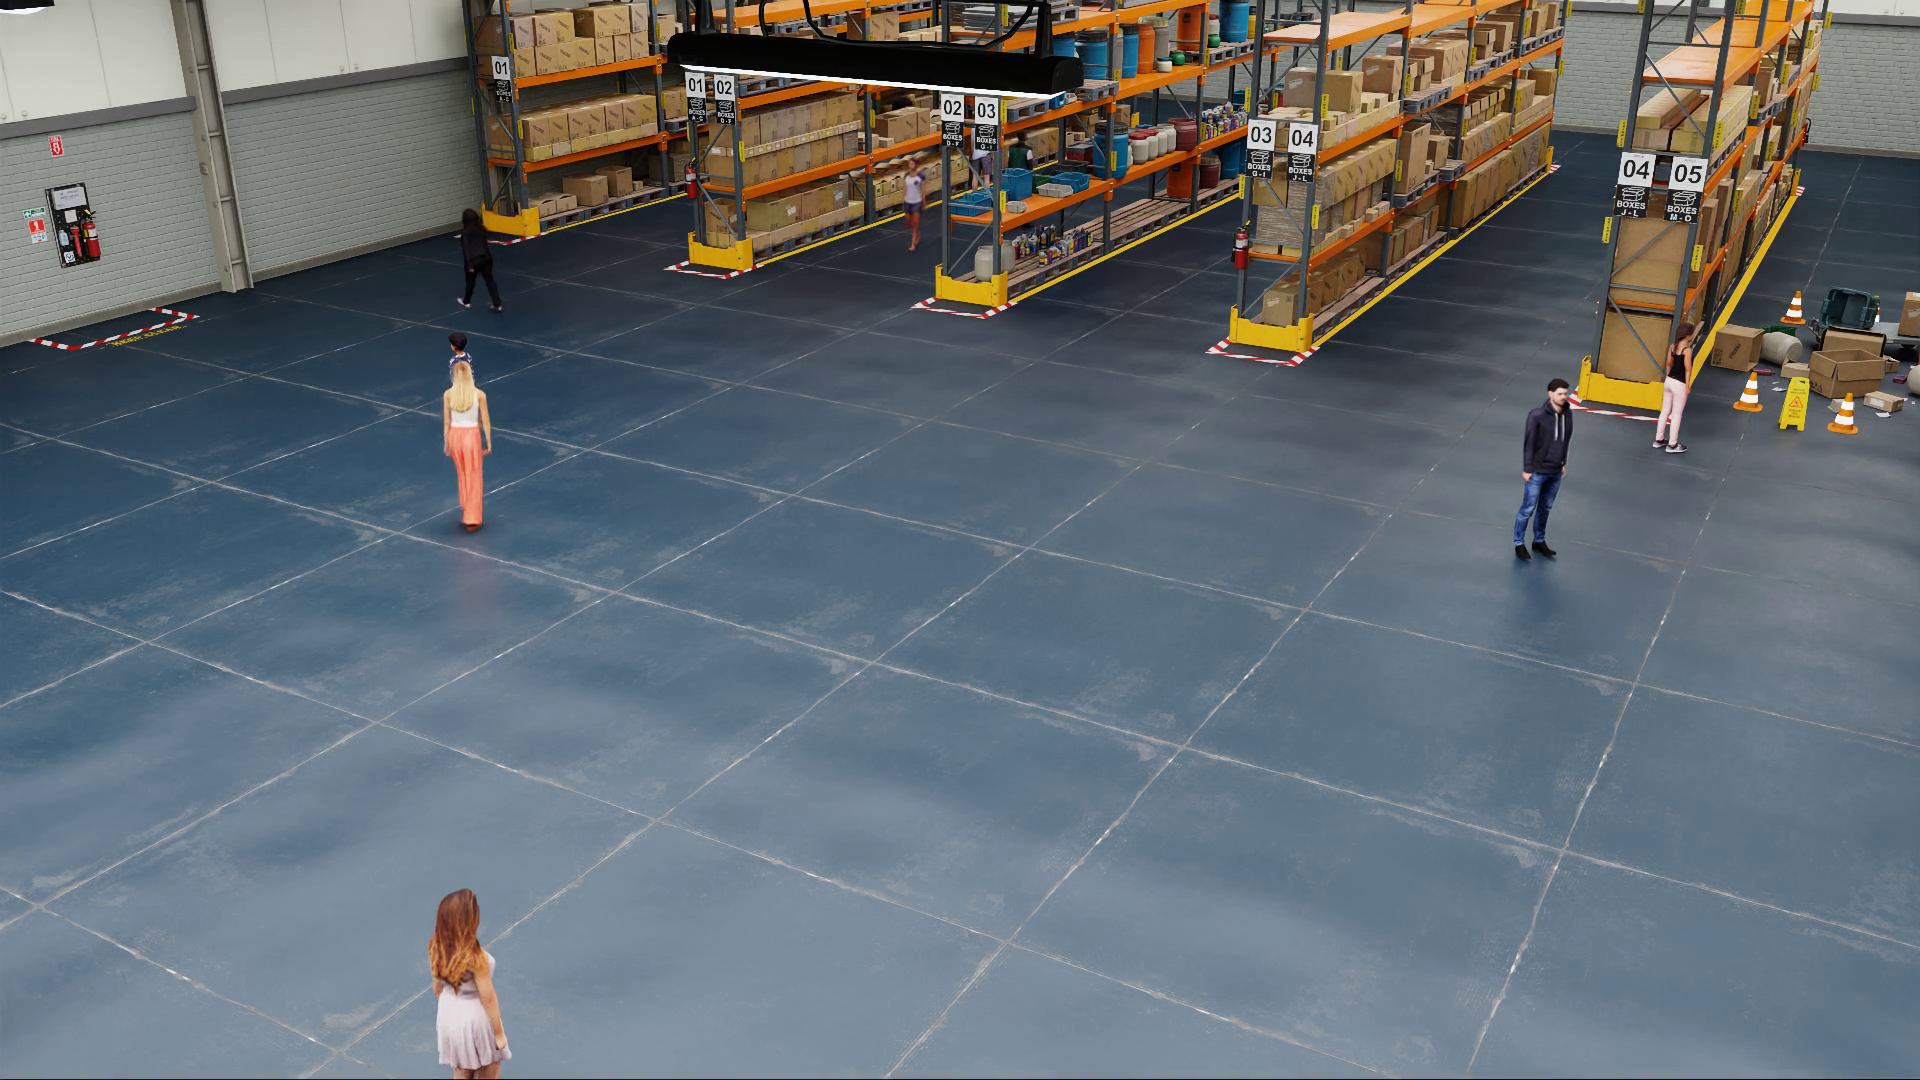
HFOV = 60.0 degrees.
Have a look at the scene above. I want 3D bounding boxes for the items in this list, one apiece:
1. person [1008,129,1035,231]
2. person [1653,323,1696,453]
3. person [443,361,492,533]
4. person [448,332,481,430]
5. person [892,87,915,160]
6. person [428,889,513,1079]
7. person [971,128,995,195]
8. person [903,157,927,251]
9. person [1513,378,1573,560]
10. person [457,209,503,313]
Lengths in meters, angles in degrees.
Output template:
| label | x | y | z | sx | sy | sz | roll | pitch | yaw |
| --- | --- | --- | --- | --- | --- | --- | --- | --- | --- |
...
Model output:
| label | x | y | z | sx | sy | sz | roll | pitch | yaw |
| --- | --- | --- | --- | --- | --- | --- | --- | --- | --- |
| person | 1.130 | -6.720 | 30.946 | 0.701 | 1.838 | 0.634 | 16 | 28 | 33 |
| person | 8.531 | -1.830 | 19.795 | 0.667 | 1.566 | 0.616 | -8 | 24 | -18 |
| person | -5.216 | -0.965 | 17.503 | 0.907 | 1.769 | 1.055 | 0 | 23 | 1 |
| person | -6.115 | -1.949 | 20.477 | 0.575 | 1.252 | 0.461 | 17 | 28 | 34 |
| person | -1.276 | -8.877 | 35.921 | 0.761 | 1.916 | 1.207 | 15 | 27 | 31 |
| person | -2.647 | 2.657 | 8.986 | 0.569 | 1.768 | 0.583 | 11 | 25 | 24 |
| person | 0.424 | -7.571 | 32.958 | 0.687 | 1.830 | 0.577 | 9 | 25 | 21 |
| person | -0.791 | -5.973 | 29.495 | 0.663 | 1.599 | 1.013 | 9 | 25 | 21 |
| person | 5.900 | -0.739 | 16.809 | 0.734 | 1.895 | 0.816 | -8 | 24 | -18 |
| person | -7.305 | -4.228 | 25.434 | 0.785 | 1.567 | 1.061 | 16 | 28 | 33 |
